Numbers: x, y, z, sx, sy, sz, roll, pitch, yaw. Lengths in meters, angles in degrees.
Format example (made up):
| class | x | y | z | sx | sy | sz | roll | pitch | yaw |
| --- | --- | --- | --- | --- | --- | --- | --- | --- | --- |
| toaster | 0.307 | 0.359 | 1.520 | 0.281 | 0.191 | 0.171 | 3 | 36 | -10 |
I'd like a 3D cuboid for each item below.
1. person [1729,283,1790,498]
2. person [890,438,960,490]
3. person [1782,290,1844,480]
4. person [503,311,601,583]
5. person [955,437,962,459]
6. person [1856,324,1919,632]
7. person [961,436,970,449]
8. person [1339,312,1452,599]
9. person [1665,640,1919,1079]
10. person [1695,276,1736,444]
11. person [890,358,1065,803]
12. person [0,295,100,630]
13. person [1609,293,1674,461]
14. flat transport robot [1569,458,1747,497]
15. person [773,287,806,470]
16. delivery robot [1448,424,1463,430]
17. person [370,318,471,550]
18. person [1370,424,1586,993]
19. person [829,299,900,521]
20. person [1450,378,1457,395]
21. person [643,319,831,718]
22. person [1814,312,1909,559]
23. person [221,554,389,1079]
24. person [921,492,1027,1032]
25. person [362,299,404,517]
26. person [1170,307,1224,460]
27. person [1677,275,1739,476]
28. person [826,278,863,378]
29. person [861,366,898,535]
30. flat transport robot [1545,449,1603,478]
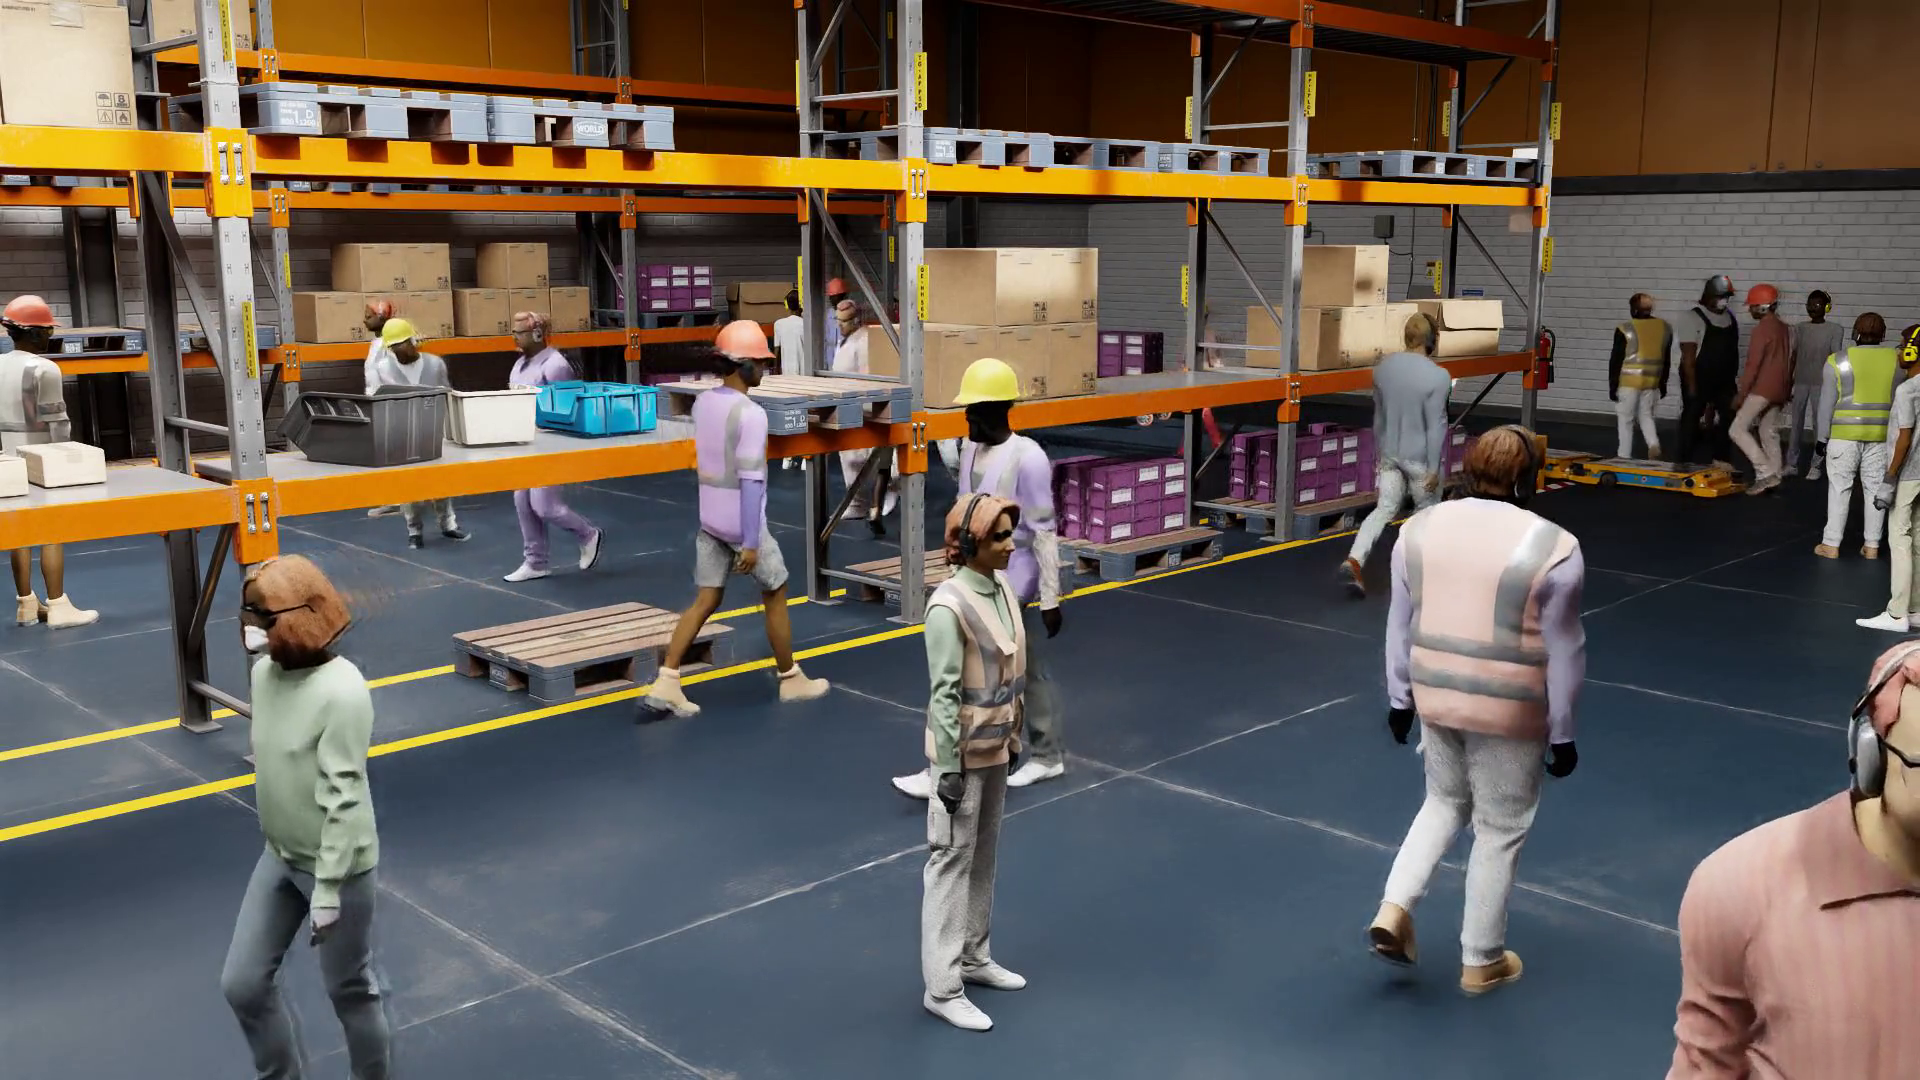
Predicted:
| class | x | y | z | sx | sy | sz | roll | pitch | yaw |
| --- | --- | --- | --- | --- | --- | --- | --- | --- | --- |
| person | 7.331 | -1.347 | 15.189 | 0.642 | 1.969 | 0.478 | -10 | 14 | -43 |
| person | -0.254 | -1.293 | 15.164 | 1.040 | 1.873 | 0.751 | -3 | 11 | -17 |
| person | 8.415 | -1.529 | 16.443 | 0.328 | 1.874 | 0.521 | -8 | 13 | -38 |
| person | -2.890 | -0.647 | 11.586 | 0.594 | 1.885 | 0.657 | -10 | 14 | -42 |
| person | 0.013 | -1.725 | 17.838 | 0.478 | 1.749 | 0.585 | -7 | 13 | -34 |
| person | 5.770 | -0.370 | 10.137 | 0.521 | 1.869 | 0.328 | -7 | 12 | -32 |
| person | 0.261 | -1.079 | 13.901 | 0.549 | 1.914 | 0.828 | 6 | 12 | 30 |
| person | 2.896 | -0.536 | 10.932 | 0.868 | 1.920 | 0.632 | -8 | 13 | -36 |
| person | 1.354 | 1.039 | 2.411 | 0.650 | 1.883 | 0.810 | 3 | 11 | 18 |
| person | 8.743 | -2.081 | 19.269 | 0.372 | 1.936 | 0.549 | -1 | 10 | -7 |
| person | 0.073 | 0.183 | 7.049 | 0.955 | 1.882 | 0.616 | -5 | 12 | -27 |
| person | -5.644 | -0.471 | 10.209 | 0.614 | 2.040 | 0.391 | 5 | 11 | 23 |
| person | 6.877 | -1.581 | 16.841 | 0.646 | 1.830 | 0.532 | -1 | 10 | -8 |
| flat transport robot | 6.618 | -0.610 | 15.801 | 0.652 | 0.197 | 1.431 | -9 | 14 | -42 |
| person | -1.668 | -1.655 | 17.121 | 0.531 | 1.875 | 0.316 | 5 | 11 | 23 |
| delivery robot | 4.922 | -1.122 | 17.563 | 0.707 | 0.478 | 0.477 | 8 | 13 | 39 |
| person | -4.165 | -0.807 | 12.739 | 0.645 | 1.788 | 0.461 | -6 | 12 | -29 |
| person | 1.626 | 0.549 | 5.252 | 0.517 | 1.831 | 0.637 | -9 | 13 | -39 |
| person | -0.831 | -1.086 | 14.001 | 0.524 | 1.880 | 0.663 | -5 | 11 | -23 |
| person | 5.157 | -1.751 | 18.096 | 0.541 | 1.705 | 0.833 | 3 | 11 | 14 |
| person | -1.154 | -0.101 | 8.331 | 1.013 | 2.002 | 0.610 | -9 | 14 | -41 |
| person | 6.694 | -0.769 | 12.386 | 0.627 | 1.844 | 0.429 | 2 | 11 | 9 |
| person | -1.688 | 0.849 | 4.168 | 0.509 | 1.618 | 0.515 | 7 | 13 | 34 |
| person | 0.045 | 0.663 | 5.125 | 0.310 | 1.638 | 0.523 | 4 | 11 | 22 |
| person | -4.907 | -1.118 | 14.208 | 0.442 | 1.869 | 0.580 | -5 | 12 | -27 |
| person | 2.519 | -1.667 | 17.629 | 0.924 | 1.713 | 0.542 | -7 | 12 | -32 |
| person | 7.532 | -1.649 | 16.635 | 0.693 | 2.000 | 0.684 | -3 | 11 | -16 |
| person | -1.386 | -2.046 | 19.126 | 0.582 | 1.916 | 0.475 | 4 | 11 | 23 |
| person | -0.547 | -0.850 | 13.261 | 0.546 | 1.679 | 0.480 | 3 | 11 | 15 |
| flat transport robot | 5.758 | -0.821 | 16.948 | 0.652 | 0.197 | 1.431 | -7 | 13 | -35 |
